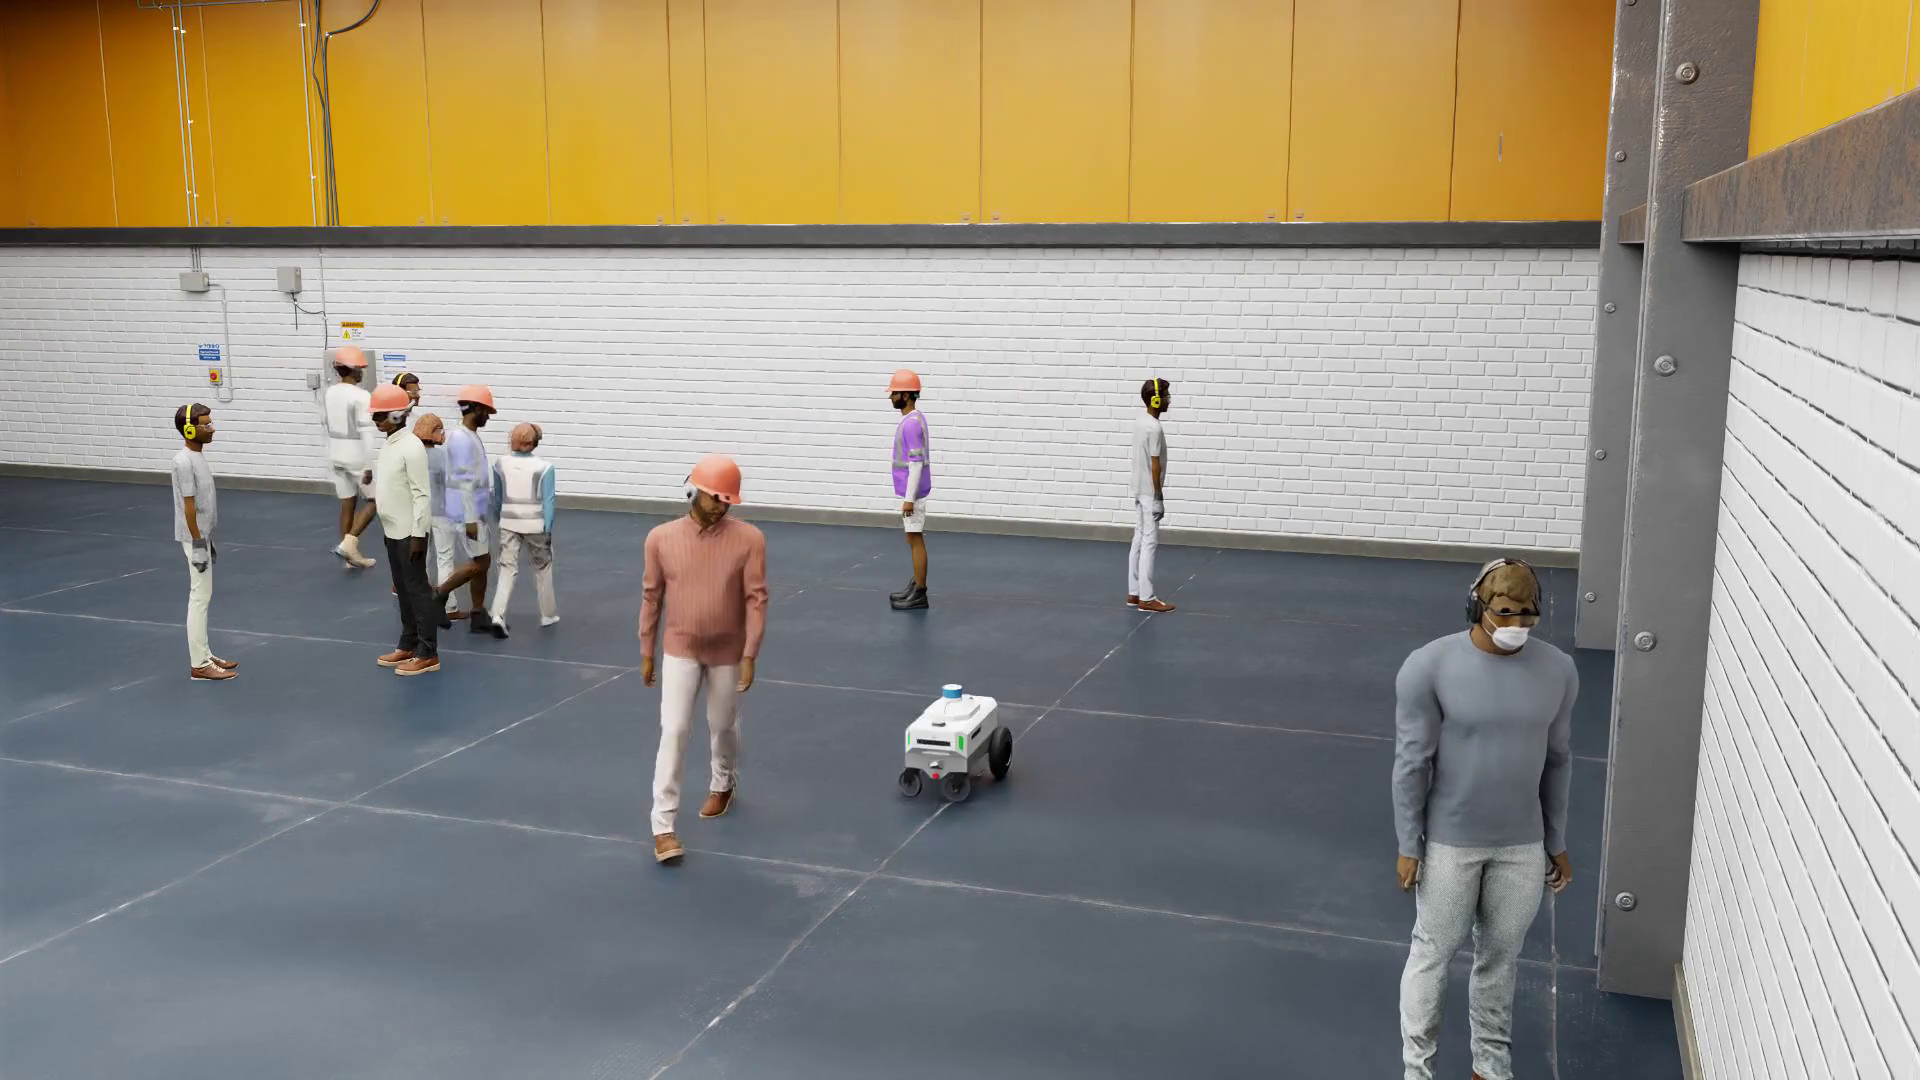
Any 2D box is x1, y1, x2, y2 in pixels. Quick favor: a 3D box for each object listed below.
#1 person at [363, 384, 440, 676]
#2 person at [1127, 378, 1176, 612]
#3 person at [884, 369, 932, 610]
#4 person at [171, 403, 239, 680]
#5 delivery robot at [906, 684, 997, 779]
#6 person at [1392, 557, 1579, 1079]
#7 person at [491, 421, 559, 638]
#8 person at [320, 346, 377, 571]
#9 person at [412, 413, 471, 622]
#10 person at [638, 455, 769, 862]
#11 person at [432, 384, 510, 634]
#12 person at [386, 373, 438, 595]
[{"bbox_3d":[-3.818,-0.074,11.373,0.396,1.990,0.622,-8,13,-36],"label":"person"},{"bbox_3d":[1.532,-0.365,13.358,0.331,1.872,0.513,-2,10,-12],"label":"person"},{"bbox_3d":[-0.418,-0.403,13.380,0.378,1.938,0.547,0,10,-1],"label":"person"},{"bbox_3d":[-5.122,0.009,11.250,0.329,1.873,0.512,-4,11,-20],"label":"person"},{"bbox_3d":[-0.041,1.024,8.971,0.477,0.478,0.707,3,10,16],"label":"delivery robot"},{"bbox_3d":[1.728,0.999,5.498,0.627,1.934,0.370,-2,10,-9],"label":"person"},{"bbox_3d":[-3.297,-0.081,12.495,0.513,1.607,0.774,1,10,6],"label":"person"},{"bbox_3d":[-5.445,-0.718,14.887,0.609,2.030,0.483,5,11,27],"label":"person"},{"bbox_3d":[-4.087,-0.171,12.928,0.498,1.633,0.285,3,11,17],"label":"person"},{"bbox_3d":[-1.259,0.528,8.191,0.641,1.933,0.985,-1,10,-7],"label":"person"},{"bbox_3d":[-3.720,-0.212,12.427,0.557,1.896,0.573,-1,10,-6],"label":"person"},{"bbox_3d":[-4.616,-0.467,13.935,0.309,1.868,0.535,1,10,5],"label":"person"}]
